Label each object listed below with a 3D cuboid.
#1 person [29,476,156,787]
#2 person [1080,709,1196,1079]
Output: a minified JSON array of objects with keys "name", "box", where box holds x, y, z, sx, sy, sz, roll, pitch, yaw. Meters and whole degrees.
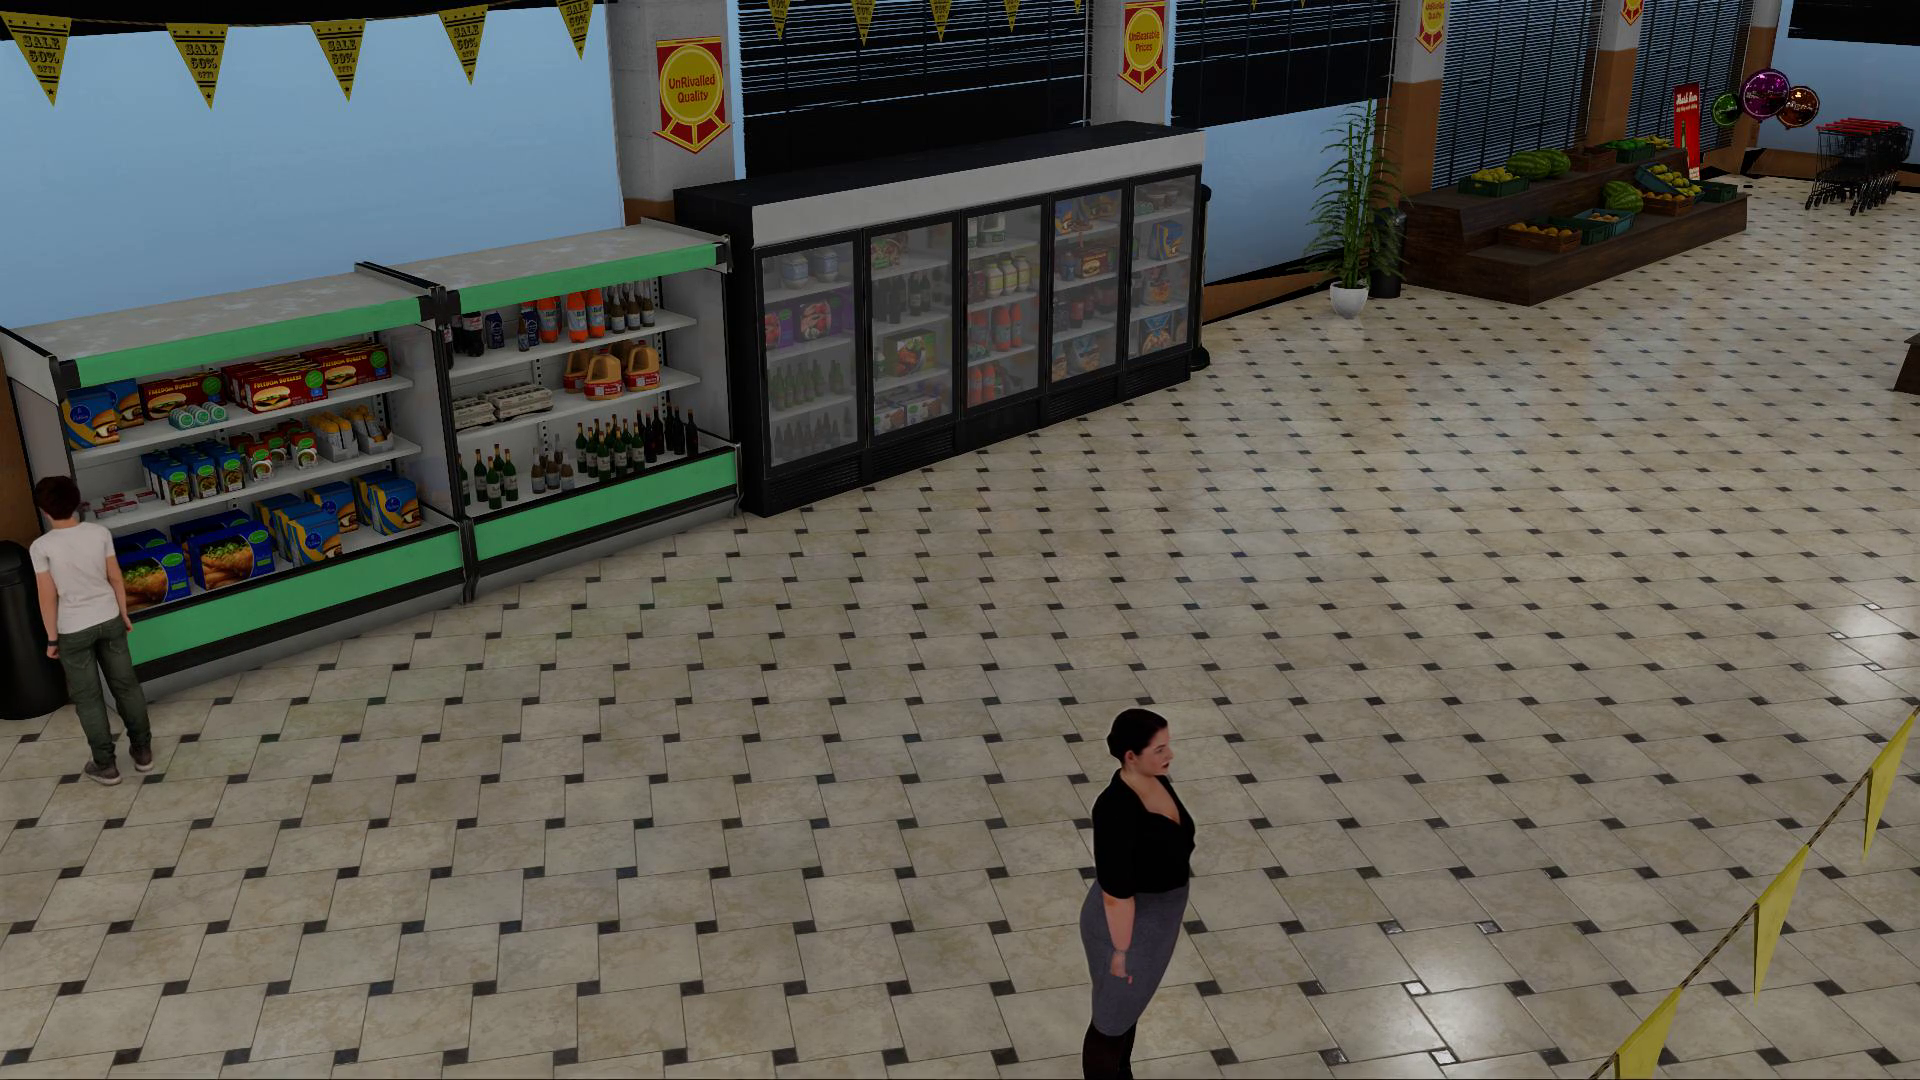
[{"name":"person","box":[-4.461,0.457,8.518,0.646,1.653,0.471,19,28,39]},{"name":"person","box":[0.608,1.395,6.041,0.825,1.759,0.701,8,23,19]}]
